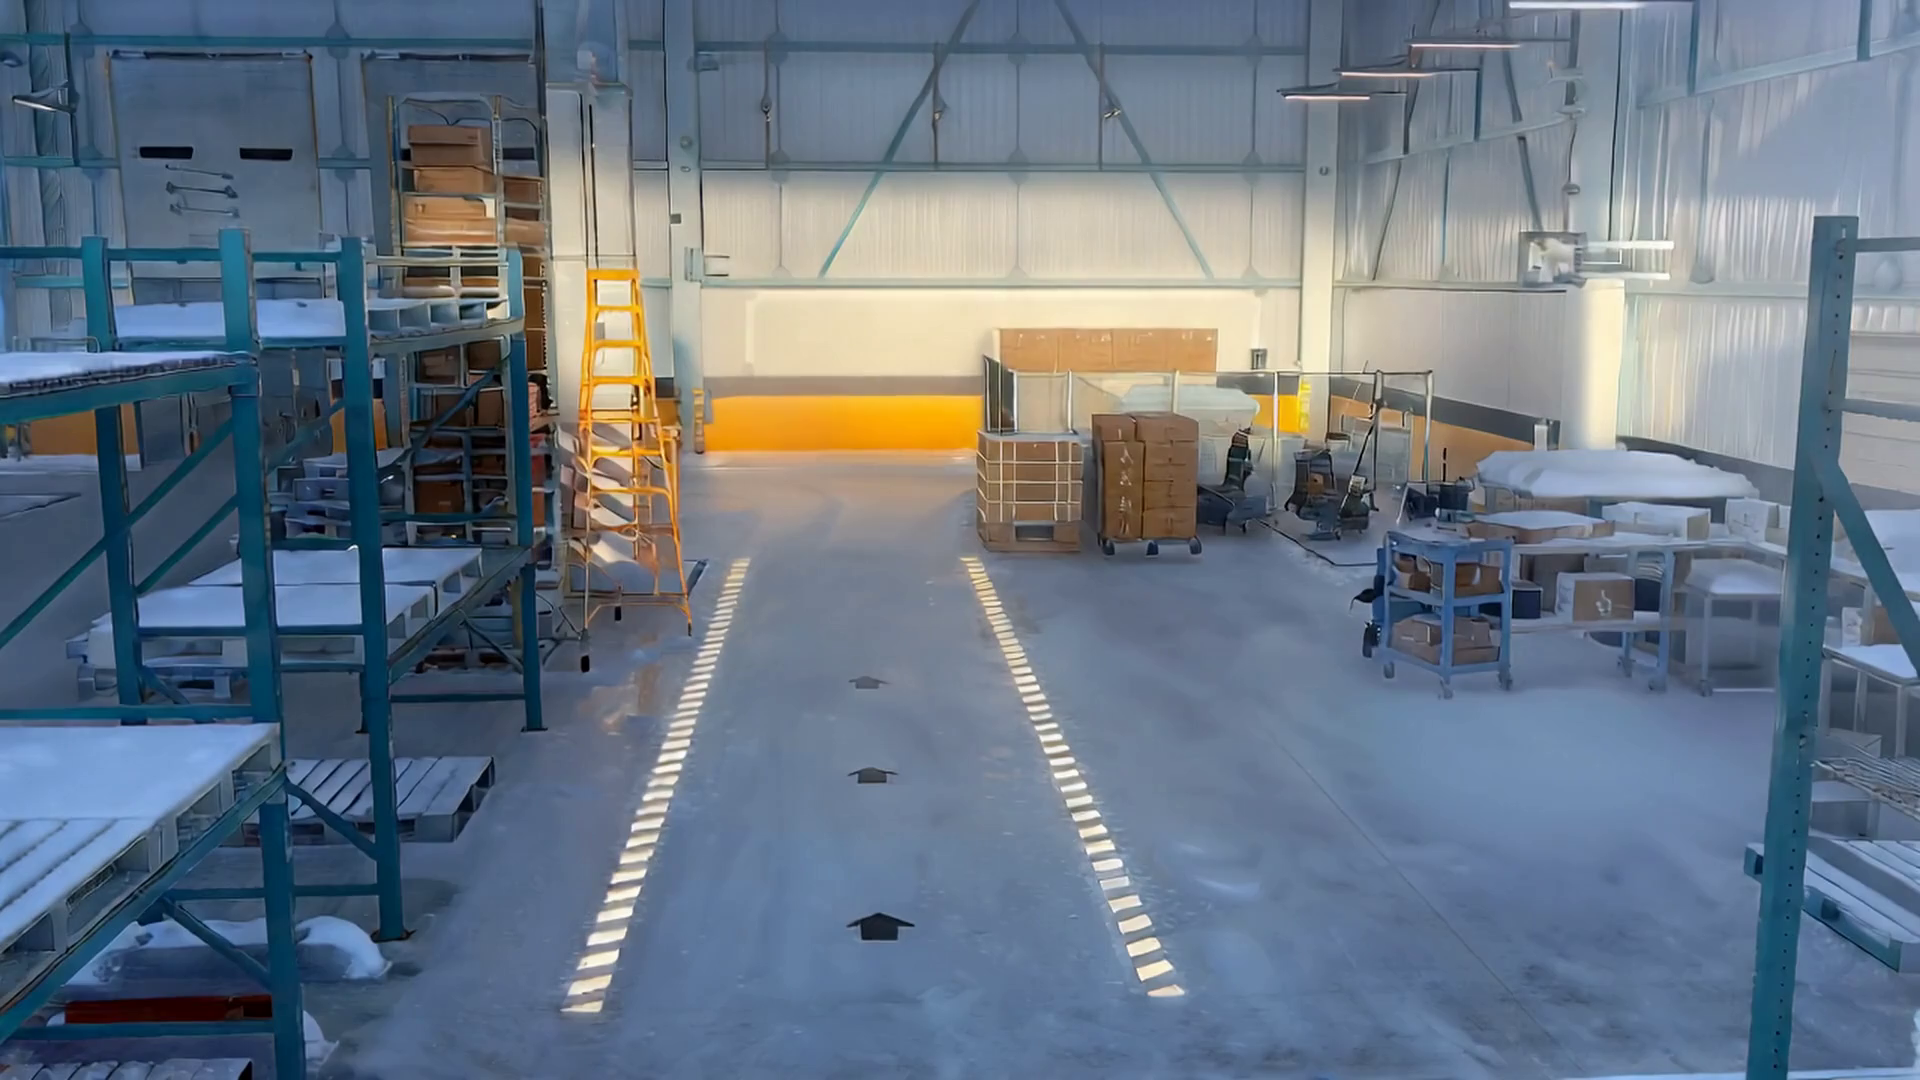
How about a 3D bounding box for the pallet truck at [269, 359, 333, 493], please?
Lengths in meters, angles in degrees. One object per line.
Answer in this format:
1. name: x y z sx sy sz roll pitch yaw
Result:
1. pallet truck: -7.062 -1.131 18.996 1.885 1.965 0.823 2 9 13
